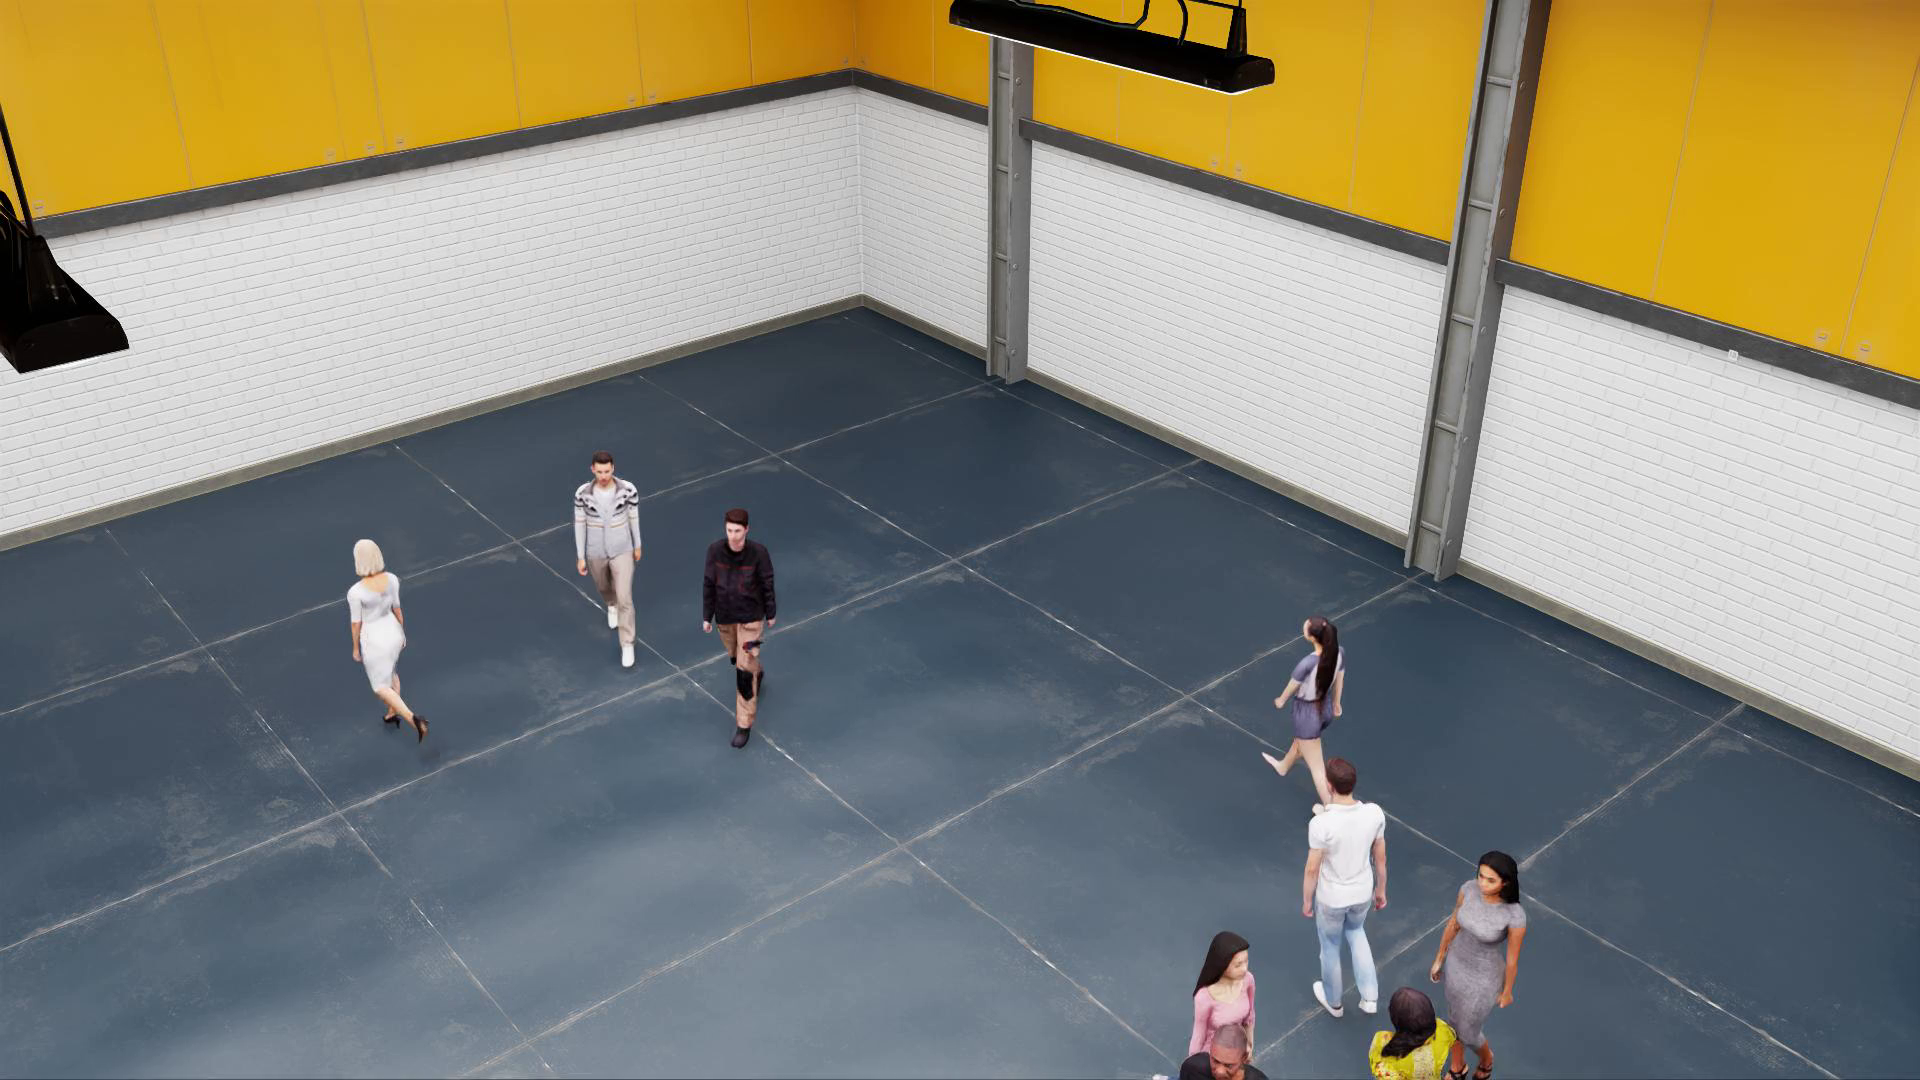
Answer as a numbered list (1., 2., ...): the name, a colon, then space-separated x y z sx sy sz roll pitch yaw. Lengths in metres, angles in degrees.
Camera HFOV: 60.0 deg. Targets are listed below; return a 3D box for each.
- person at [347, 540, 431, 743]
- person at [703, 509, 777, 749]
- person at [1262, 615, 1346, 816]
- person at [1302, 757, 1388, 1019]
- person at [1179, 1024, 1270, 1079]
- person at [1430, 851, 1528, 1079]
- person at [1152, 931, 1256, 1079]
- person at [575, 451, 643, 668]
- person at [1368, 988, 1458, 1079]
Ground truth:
1. person: -4.398 0.816 12.762 1.000 1.729 0.743 19 34 31
2. person: -1.704 0.583 13.028 1.258 1.884 1.252 5 29 9
3. person: 2.605 1.320 11.969 0.604 1.604 1.010 -19 34 -31
4. person: 2.375 2.218 10.088 0.839 1.828 0.951 -8 30 -14
5. person: 1.373 3.090 8.532 0.849 1.788 0.902 9 30 16
6. person: 3.033 2.496 9.637 0.688 1.772 0.591 -18 33 -30
7. person: 1.359 2.789 9.153 0.645 1.721 1.077 -19 34 -30
8. person: -2.965 0.048 14.066 1.125 1.828 1.300 -3 29 -5
9. person: 2.390 3.076 8.744 0.957 1.610 1.300 -10 30 -18
